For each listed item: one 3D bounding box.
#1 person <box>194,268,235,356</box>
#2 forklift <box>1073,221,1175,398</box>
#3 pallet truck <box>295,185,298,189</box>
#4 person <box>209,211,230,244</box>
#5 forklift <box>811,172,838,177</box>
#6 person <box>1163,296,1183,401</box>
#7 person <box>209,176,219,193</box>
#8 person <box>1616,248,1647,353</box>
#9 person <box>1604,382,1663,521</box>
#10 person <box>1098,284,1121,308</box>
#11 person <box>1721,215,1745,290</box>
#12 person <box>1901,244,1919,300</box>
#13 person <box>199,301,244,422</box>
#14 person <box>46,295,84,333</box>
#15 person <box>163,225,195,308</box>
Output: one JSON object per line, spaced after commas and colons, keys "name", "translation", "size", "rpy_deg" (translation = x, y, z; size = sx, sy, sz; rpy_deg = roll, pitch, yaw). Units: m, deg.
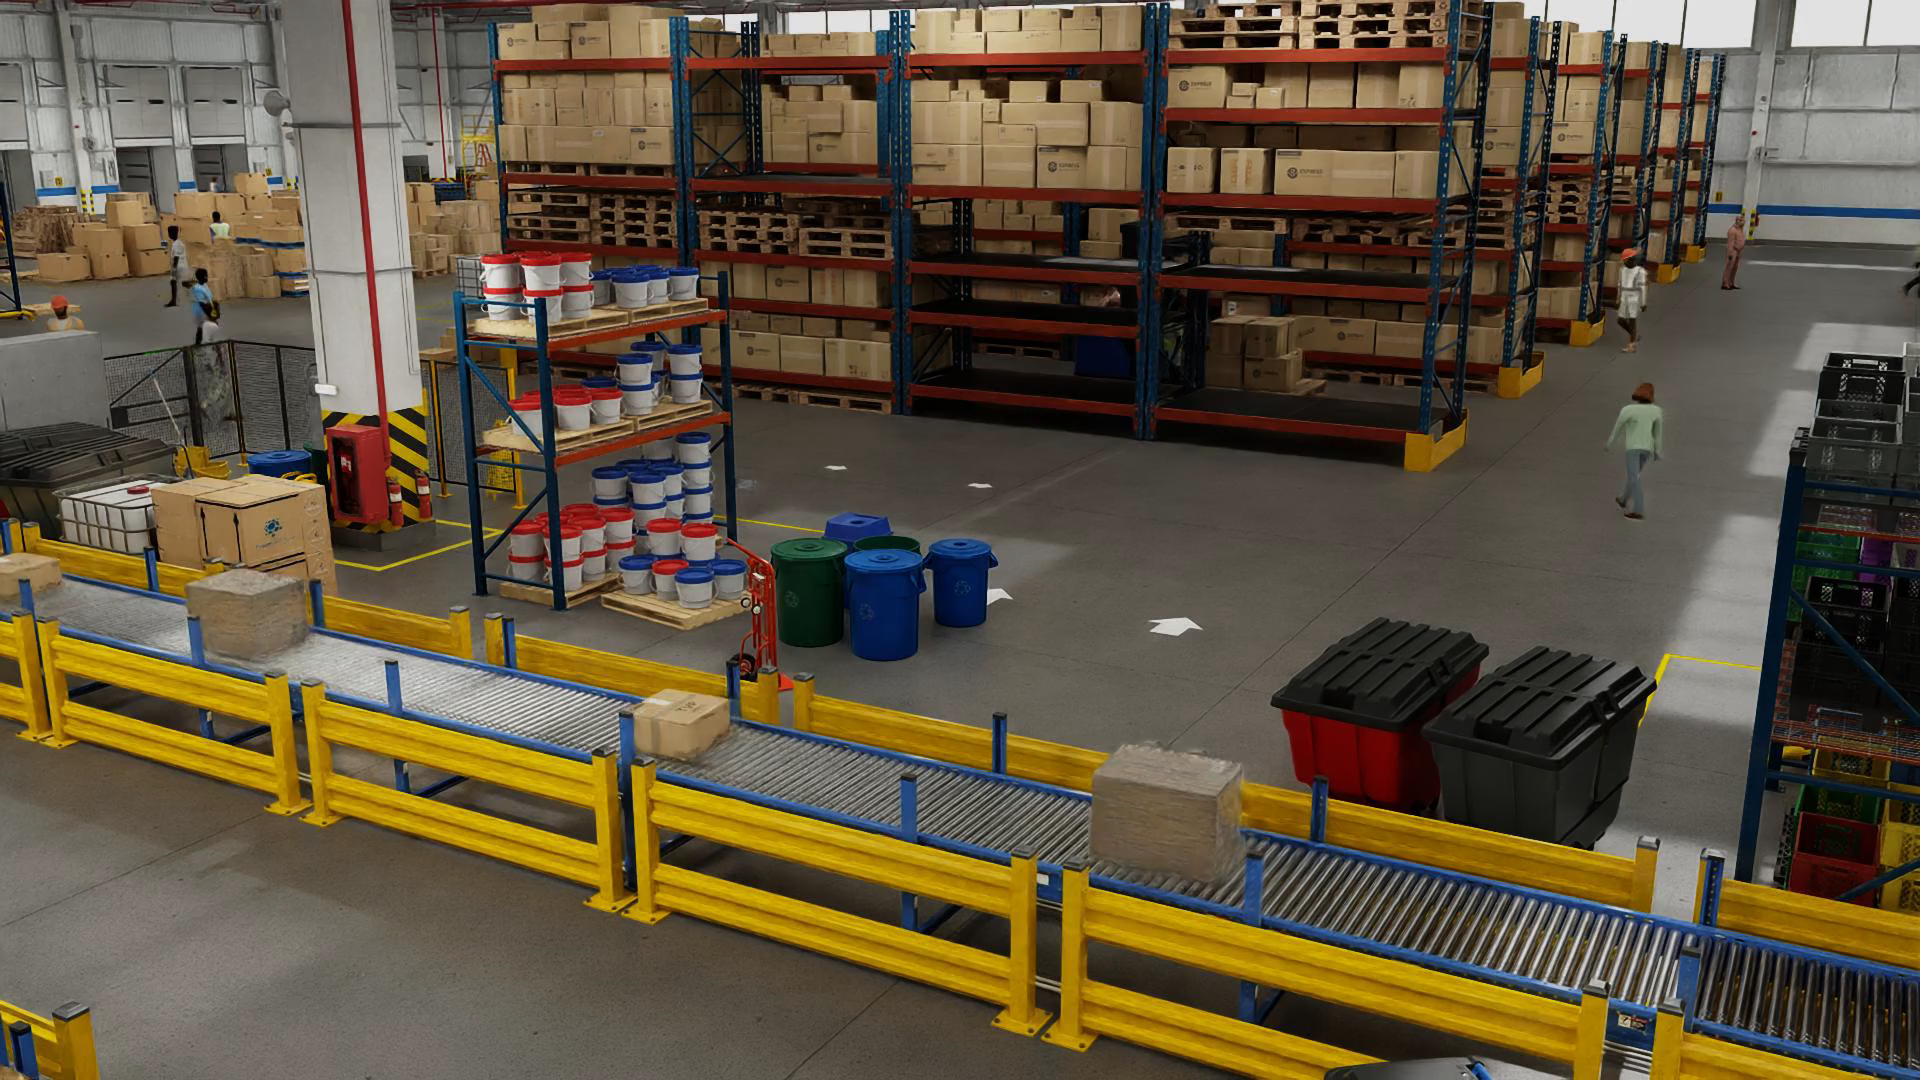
{"name": "person", "translation": [-14.283, -4.331, 31.691], "size": [0.771, 1.663, 0.555], "rpy_deg": [-2, 15, -6]}
{"name": "forklift", "translation": [2.944, -3.875, 27.666], "size": [1.873, 2.768, 1.129], "rpy_deg": [8, 17, 28]}
{"name": "pallet truck", "translation": [-26.804, -14.617, 69.738], "size": [1.885, 1.965, 0.823], "rpy_deg": [-14, 20, -42]}
{"name": "person", "translation": [-19.510, -7.709, 43.936], "size": [0.399, 1.913, 0.590], "rpy_deg": [7, 16, 25]}
{"name": "forklift", "translation": [-4.464, -11.085, 54.772], "size": [1.129, 2.768, 1.873], "rpy_deg": [8, 17, 28]}
{"name": "person", "translation": [3.456, -3.112, 27.064], "size": [0.317, 1.695, 0.540], "rpy_deg": [-3, 15, -10]}
{"name": "person", "translation": [-31.337, -14.451, 69.841], "size": [0.517, 1.624, 0.656], "rpy_deg": [7, 16, 24]}
{"name": "person", "translation": [12.981, -4.620, 32.128], "size": [0.554, 2.014, 0.710], "rpy_deg": [-8, 17, -28]}
{"name": "person", "translation": [7.916, -1.066, 19.585], "size": [0.537, 1.579, 0.825], "rpy_deg": [-2, 15, -9]}
{"name": "person", "translation": [2.535, -3.606, 28.523], "size": [0.409, 1.908, 0.639], "rpy_deg": [-3, 15, -11]}
{"name": "person", "translation": [19.942, -7.383, 42.749], "size": [0.641, 1.899, 0.397], "rpy_deg": [-11, 19, -36]}
{"name": "person", "translation": [23.482, -6.848, 40.616], "size": [0.642, 1.955, 0.740], "rpy_deg": [-12, 19, -39]}
{"name": "person", "translation": [-11.264, -2.679, 25.129], "size": [0.609, 1.858, 0.530], "rpy_deg": [-12, 19, -37]}
{"name": "person", "translation": [-13.574, -2.763, 25.292], "size": [0.552, 1.935, 0.374], "rpy_deg": [-1, 15, -5]}
{"name": "person", "translation": [-18.319, -6.441, 39.156], "size": [0.906, 1.933, 0.598], "rpy_deg": [-8, 17, -29]}
